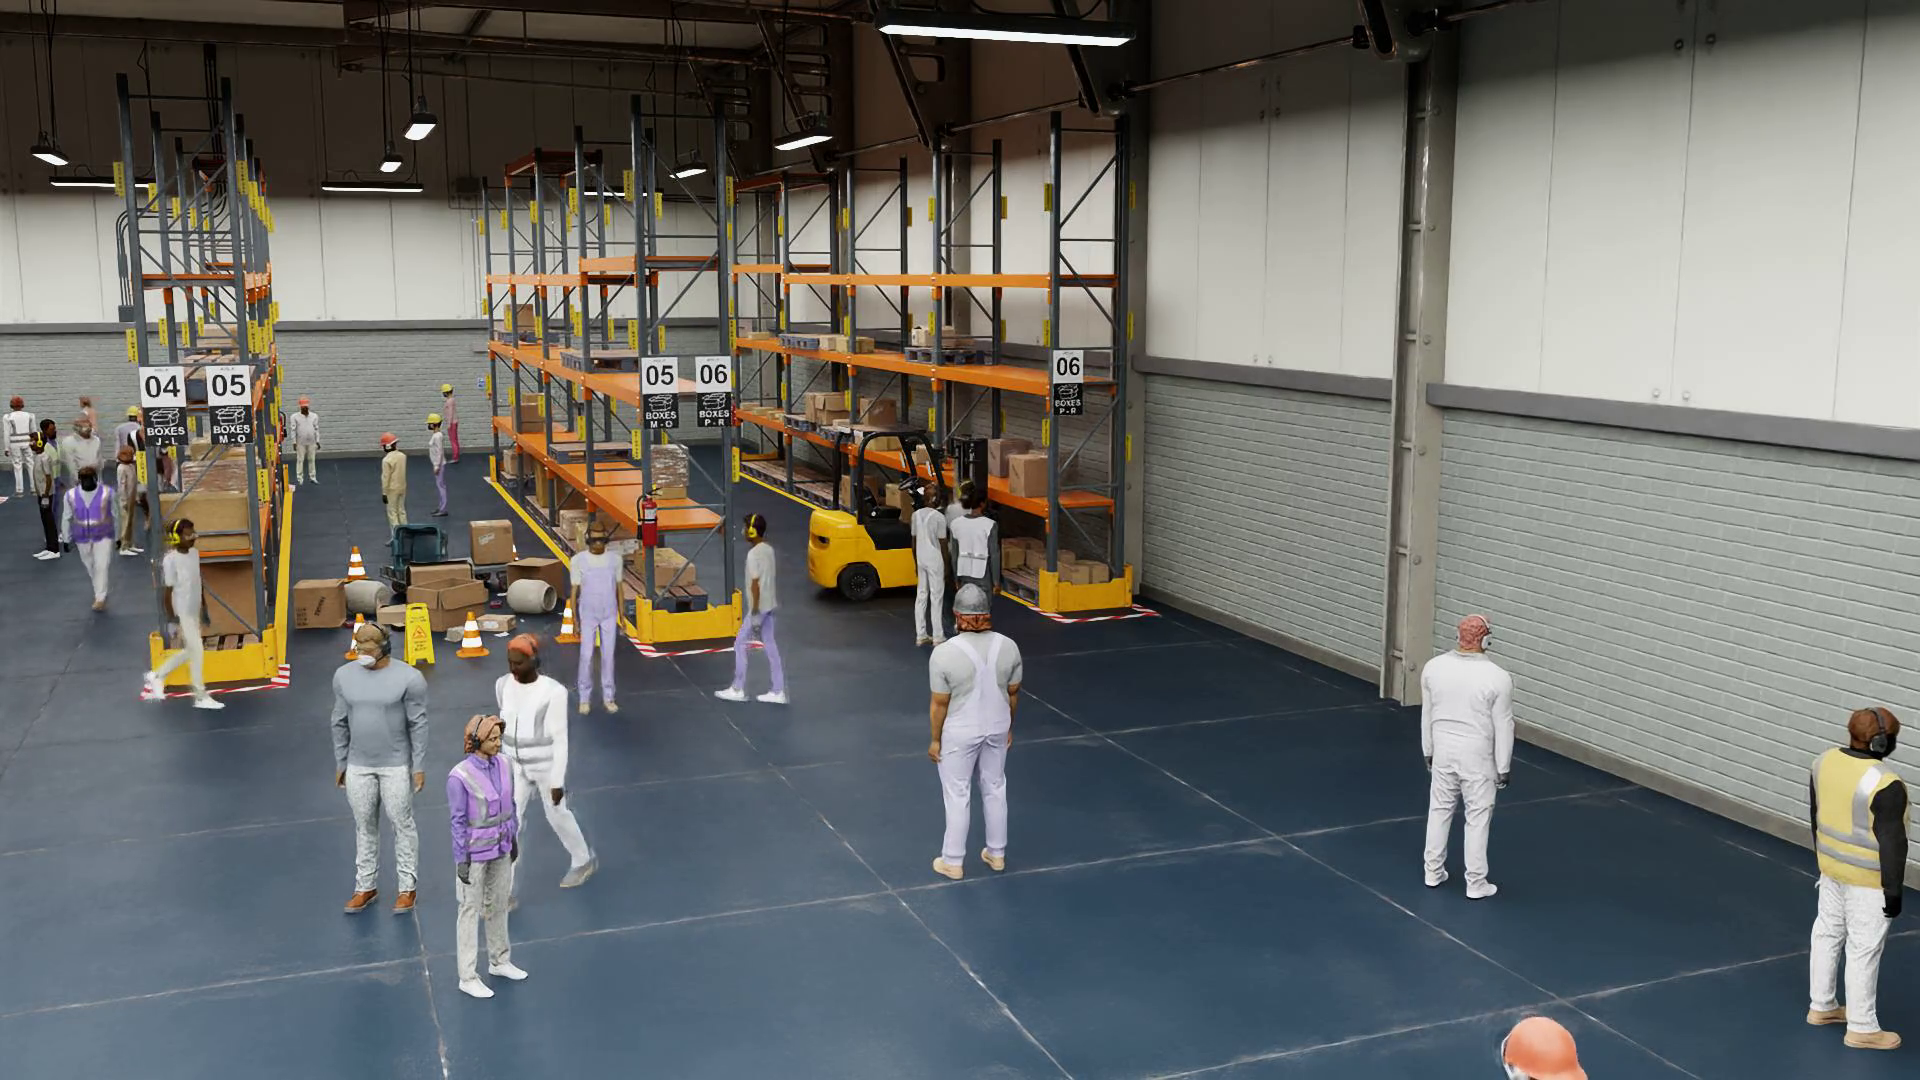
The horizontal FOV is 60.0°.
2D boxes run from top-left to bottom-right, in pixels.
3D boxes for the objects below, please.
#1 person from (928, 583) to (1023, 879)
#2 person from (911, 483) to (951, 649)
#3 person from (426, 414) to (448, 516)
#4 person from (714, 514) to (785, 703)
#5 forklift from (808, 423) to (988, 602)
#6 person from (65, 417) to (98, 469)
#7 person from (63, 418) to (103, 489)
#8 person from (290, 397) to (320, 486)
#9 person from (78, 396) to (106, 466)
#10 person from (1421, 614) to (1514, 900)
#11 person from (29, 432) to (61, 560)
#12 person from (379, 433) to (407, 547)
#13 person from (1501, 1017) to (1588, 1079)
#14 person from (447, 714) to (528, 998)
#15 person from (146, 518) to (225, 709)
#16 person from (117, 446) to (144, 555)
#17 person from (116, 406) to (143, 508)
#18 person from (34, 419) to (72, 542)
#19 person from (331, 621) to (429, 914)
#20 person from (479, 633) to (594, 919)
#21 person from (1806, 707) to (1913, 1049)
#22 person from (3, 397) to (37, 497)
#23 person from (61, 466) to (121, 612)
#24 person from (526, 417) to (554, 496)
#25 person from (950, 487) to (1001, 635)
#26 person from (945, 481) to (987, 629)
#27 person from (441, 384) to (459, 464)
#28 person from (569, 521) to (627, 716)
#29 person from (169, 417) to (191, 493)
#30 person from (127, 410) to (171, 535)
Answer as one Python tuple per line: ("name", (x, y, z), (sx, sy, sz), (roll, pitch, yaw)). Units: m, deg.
("person", (0.054, 1.298, 11.475), (0.683, 2.000, 0.538), (-5, 10, -28))
("person", (-0.315, 0.290, 18.453), (0.504, 1.840, 0.344), (8, 12, 40))
("person", (-9.013, -1.293, 28.649), (0.311, 1.768, 0.532), (-3, 10, -20))
("person", (-2.048, 0.661, 16.086), (0.818, 1.841, 0.567), (3, 10, 20))
("forklift", (-0.830, -0.399, 21.676), (2.313, 2.155, 1.214), (-4, 10, -21))
("person", (-15.625, -1.385, 29.635), (0.528, 1.619, 0.550), (0, 9, 1))
("person", (-13.844, -0.995, 26.458), (0.925, 1.862, 0.643), (6, 11, 33))
("person", (-12.895, -1.945, 32.792), (0.559, 1.751, 0.326), (-8, 12, -42))
("person", (-18.205, -2.199, 34.824), (0.559, 1.626, 0.526), (0, 9, 1))
("person", (3.383, 1.432, 11.081), (0.652, 1.901, 0.396), (9, 13, 44))
("person", (-13.383, -0.648, 24.264), (0.328, 1.872, 0.513), (-7, 11, -38))
("person", (-8.667, -0.764, 25.402), (0.347, 1.739, 0.565), (2, 9, 13))
("person", (1.926, 2.403, 5.570), (0.581, 1.701, 0.890), (-5, 10, -30))
("person", (-2.738, 1.803, 9.597), (0.311, 1.633, 0.515), (4, 10, 25))
("person", (-7.440, 0.694, 15.873), (0.742, 1.854, 0.520), (1, 9, 3))
("person", (-12.323, -0.587, 24.658), (0.287, 1.626, 0.497), (-1, 9, -9))
("person", (-14.714, -1.489, 29.731), (0.633, 1.811, 0.566), (-1, 9, -9))
("person", (-14.141, -0.925, 25.855), (0.392, 1.919, 0.592), (-1, 9, -6))
("person", (-3.756, 1.462, 10.782), (0.627, 1.934, 0.371), (1, 9, 3))
("person", (-2.787, 1.494, 10.935), (0.585, 1.833, 1.024), (4, 10, 23))
("person", (4.853, 1.797, 8.961), (0.429, 1.844, 0.625), (-2, 9, -11))
("person", (-17.556, -1.740, 31.090), (0.342, 1.882, 0.587), (7, 11, 37))
("person", (-10.778, -0.030, 20.654), (0.634, 1.793, 0.993), (-2, 9, -13))
("person", (-7.717, -1.618, 30.872), (0.819, 1.694, 0.624), (-4, 10, -23))
("person", (0.169, 0.395, 17.541), (0.587, 1.920, 0.391), (6, 11, 34))
("person", (0.052, 0.202, 19.152), (0.508, 1.791, 0.989), (0, 9, -3))
("person", (-11.226, -2.557, 36.625), (0.330, 1.761, 0.523), (-1, 9, -9))
("person", (-3.407, 0.728, 15.690), (0.506, 1.845, 0.348), (-4, 10, -25))
("person", (-14.739, -1.790, 31.307), (0.612, 1.914, 0.538), (3, 10, 19))
("person", (-12.916, -1.087, 26.510), (0.632, 2.032, 0.420), (-3, 10, -20))
